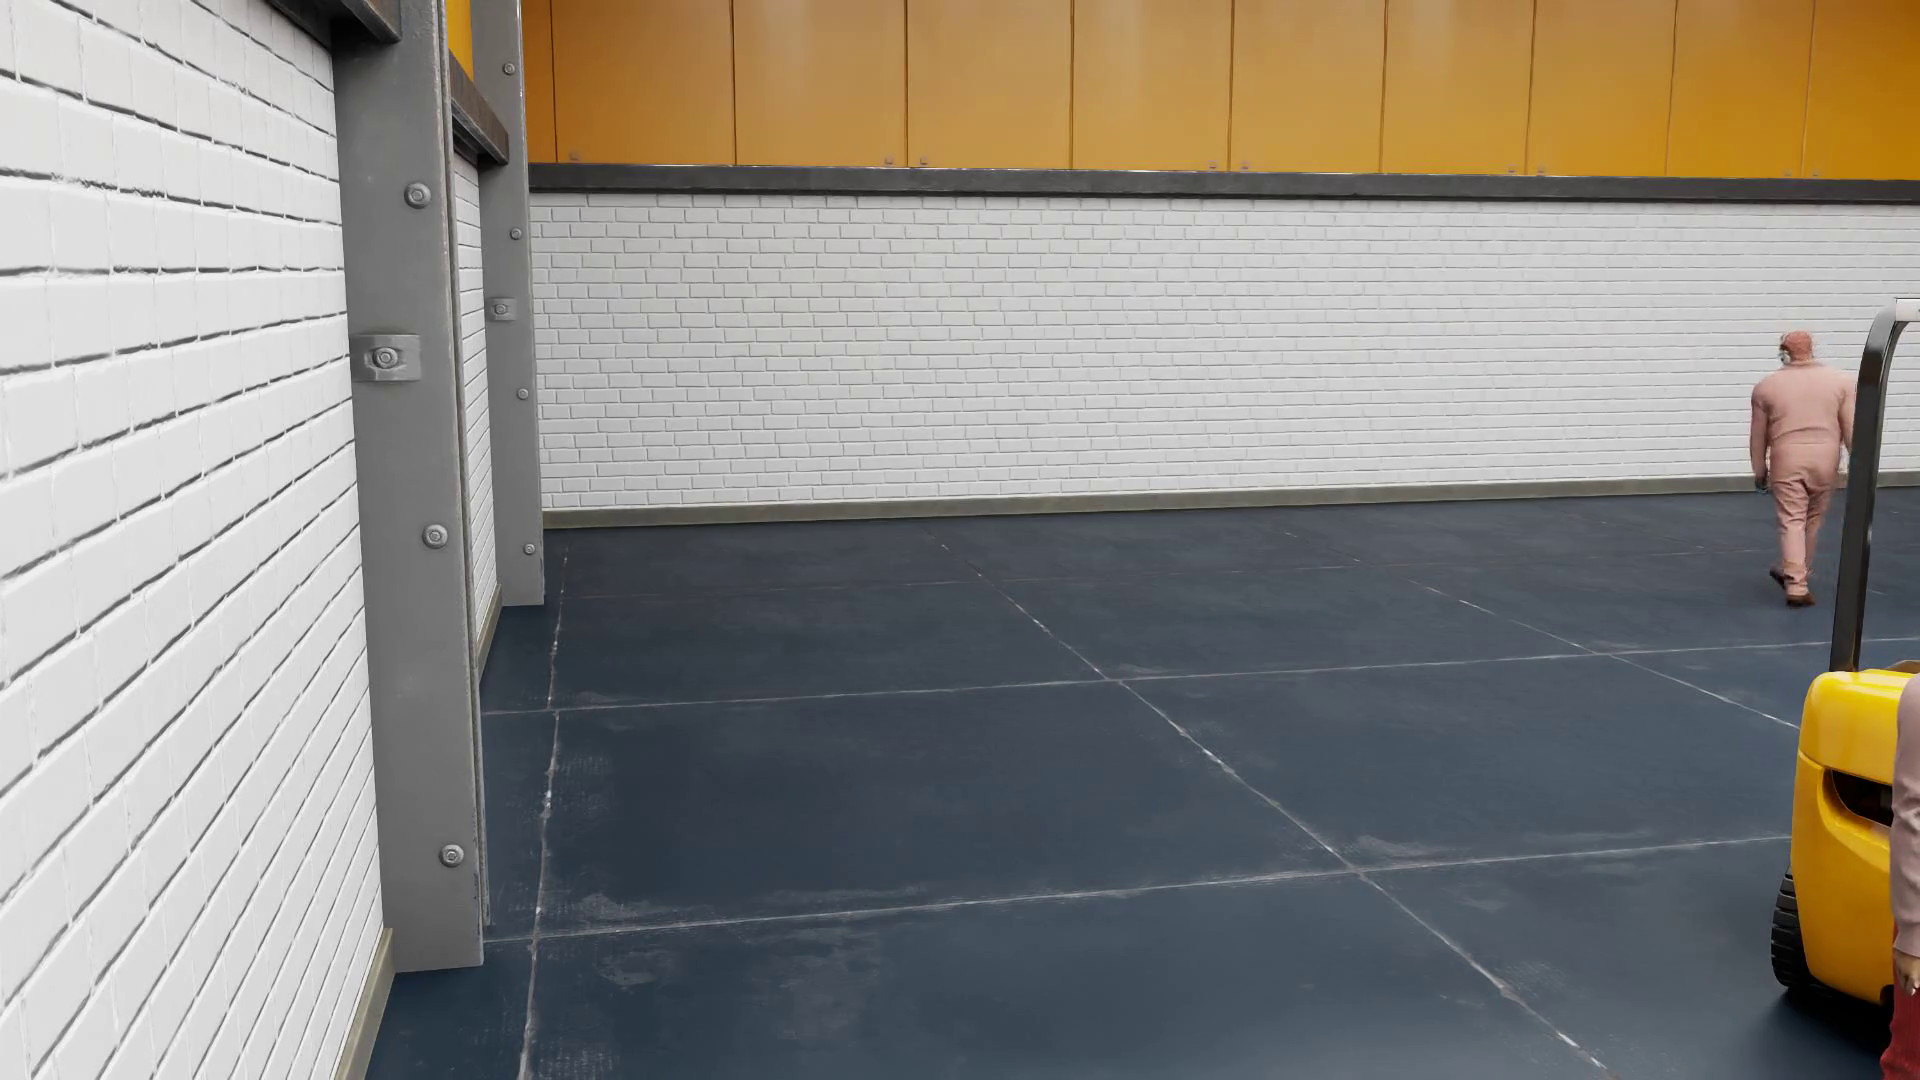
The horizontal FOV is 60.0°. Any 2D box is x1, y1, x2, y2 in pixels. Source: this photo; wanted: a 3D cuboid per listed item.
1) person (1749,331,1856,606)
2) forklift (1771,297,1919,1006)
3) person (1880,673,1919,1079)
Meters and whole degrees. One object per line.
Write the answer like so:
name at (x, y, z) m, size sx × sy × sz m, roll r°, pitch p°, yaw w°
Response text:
person at (5.756, -0.496, 11.351) m, size 0.704 × 1.836 × 0.990 m, roll 3°, pitch 10°, yaw 17°
forklift at (3.542, 0.334, 5.177) m, size 2.313 × 2.155 × 1.214 m, roll -9°, pitch 13°, yaw -43°
person at (2.209, 0.813, 3.556) m, size 0.526 × 1.768 × 0.314 m, roll -3°, pitch 10°, yaw -18°
